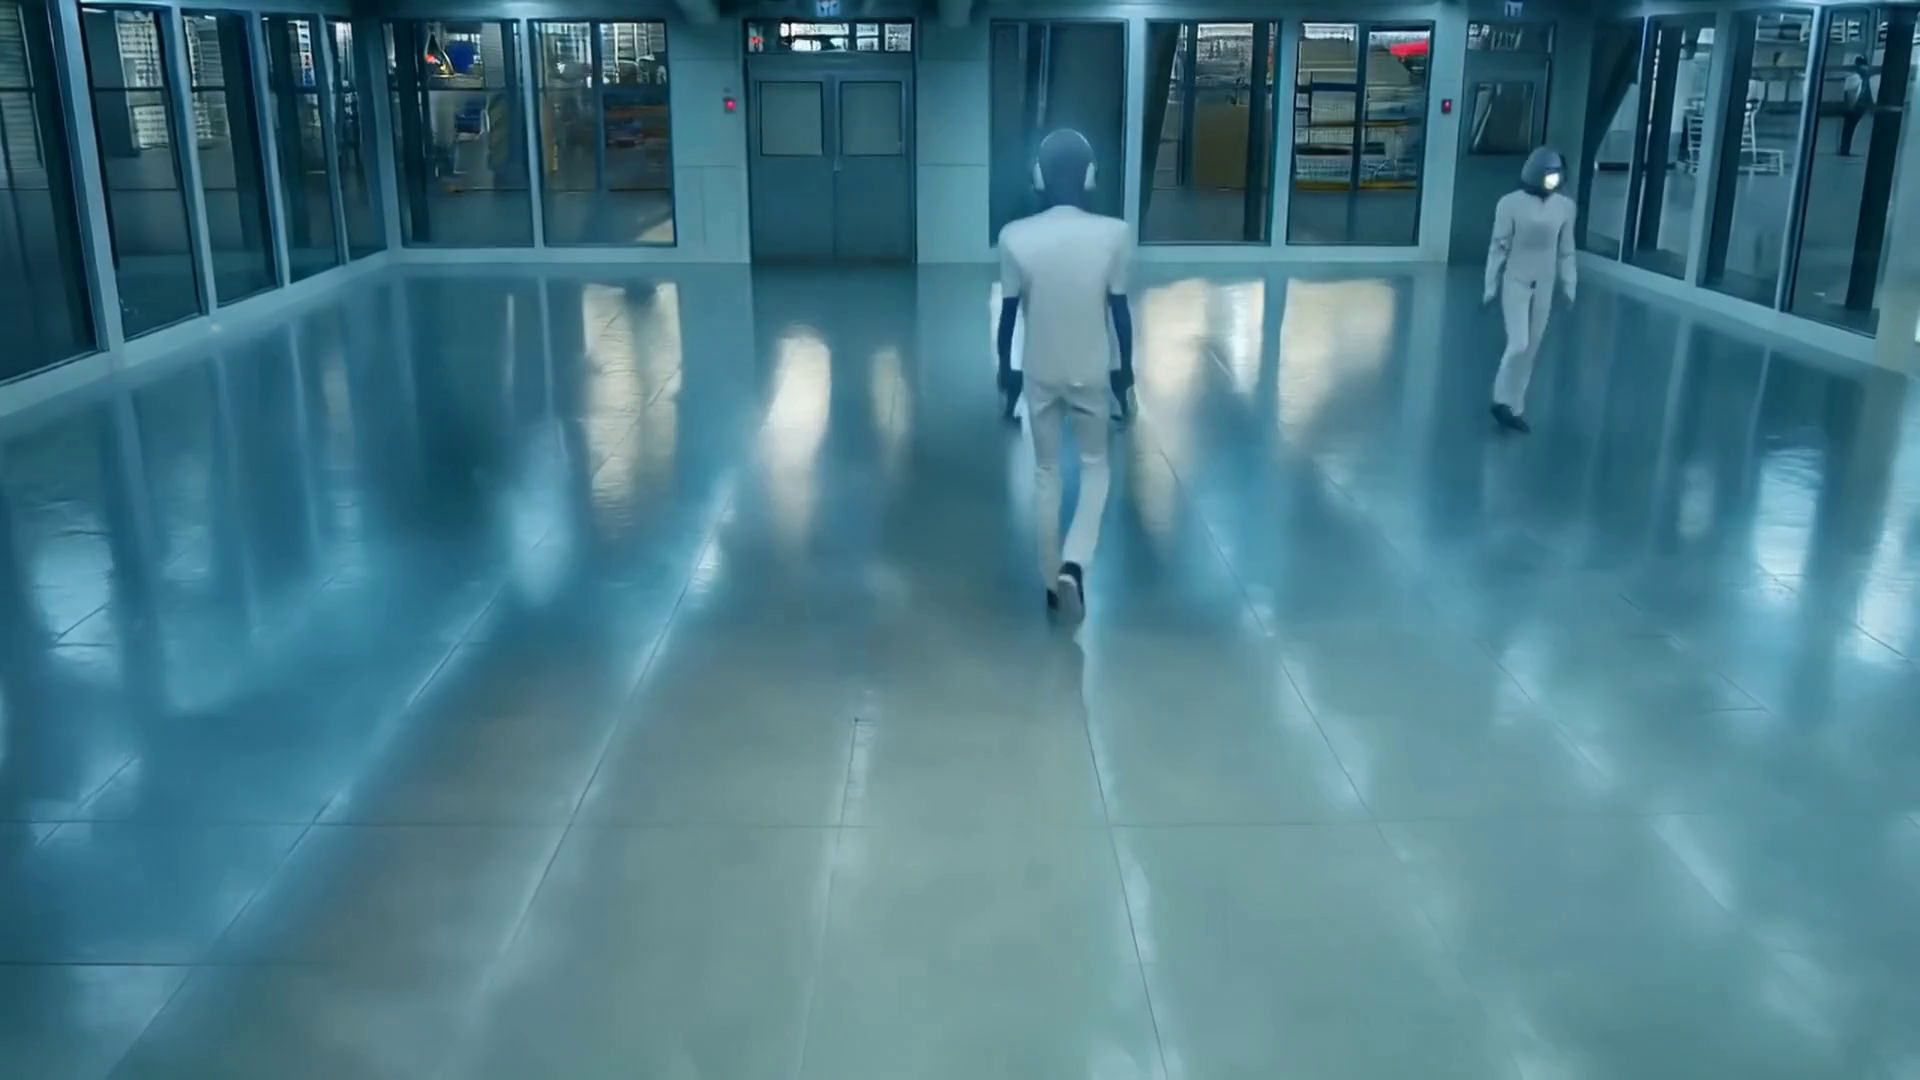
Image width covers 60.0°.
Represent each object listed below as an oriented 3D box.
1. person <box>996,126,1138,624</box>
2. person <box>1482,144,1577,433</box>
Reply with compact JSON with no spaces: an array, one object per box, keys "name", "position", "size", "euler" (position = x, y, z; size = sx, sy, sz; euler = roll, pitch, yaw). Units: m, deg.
[{"name":"person","position":[0.394,-0.581,6.175],"size":[0.542,1.856,0.601],"euler":[3,17,9]},{"name":"person","position":[3.215,-1.400,9.355],"size":[0.536,1.616,0.367],"euler":[-5,17,-16]}]
